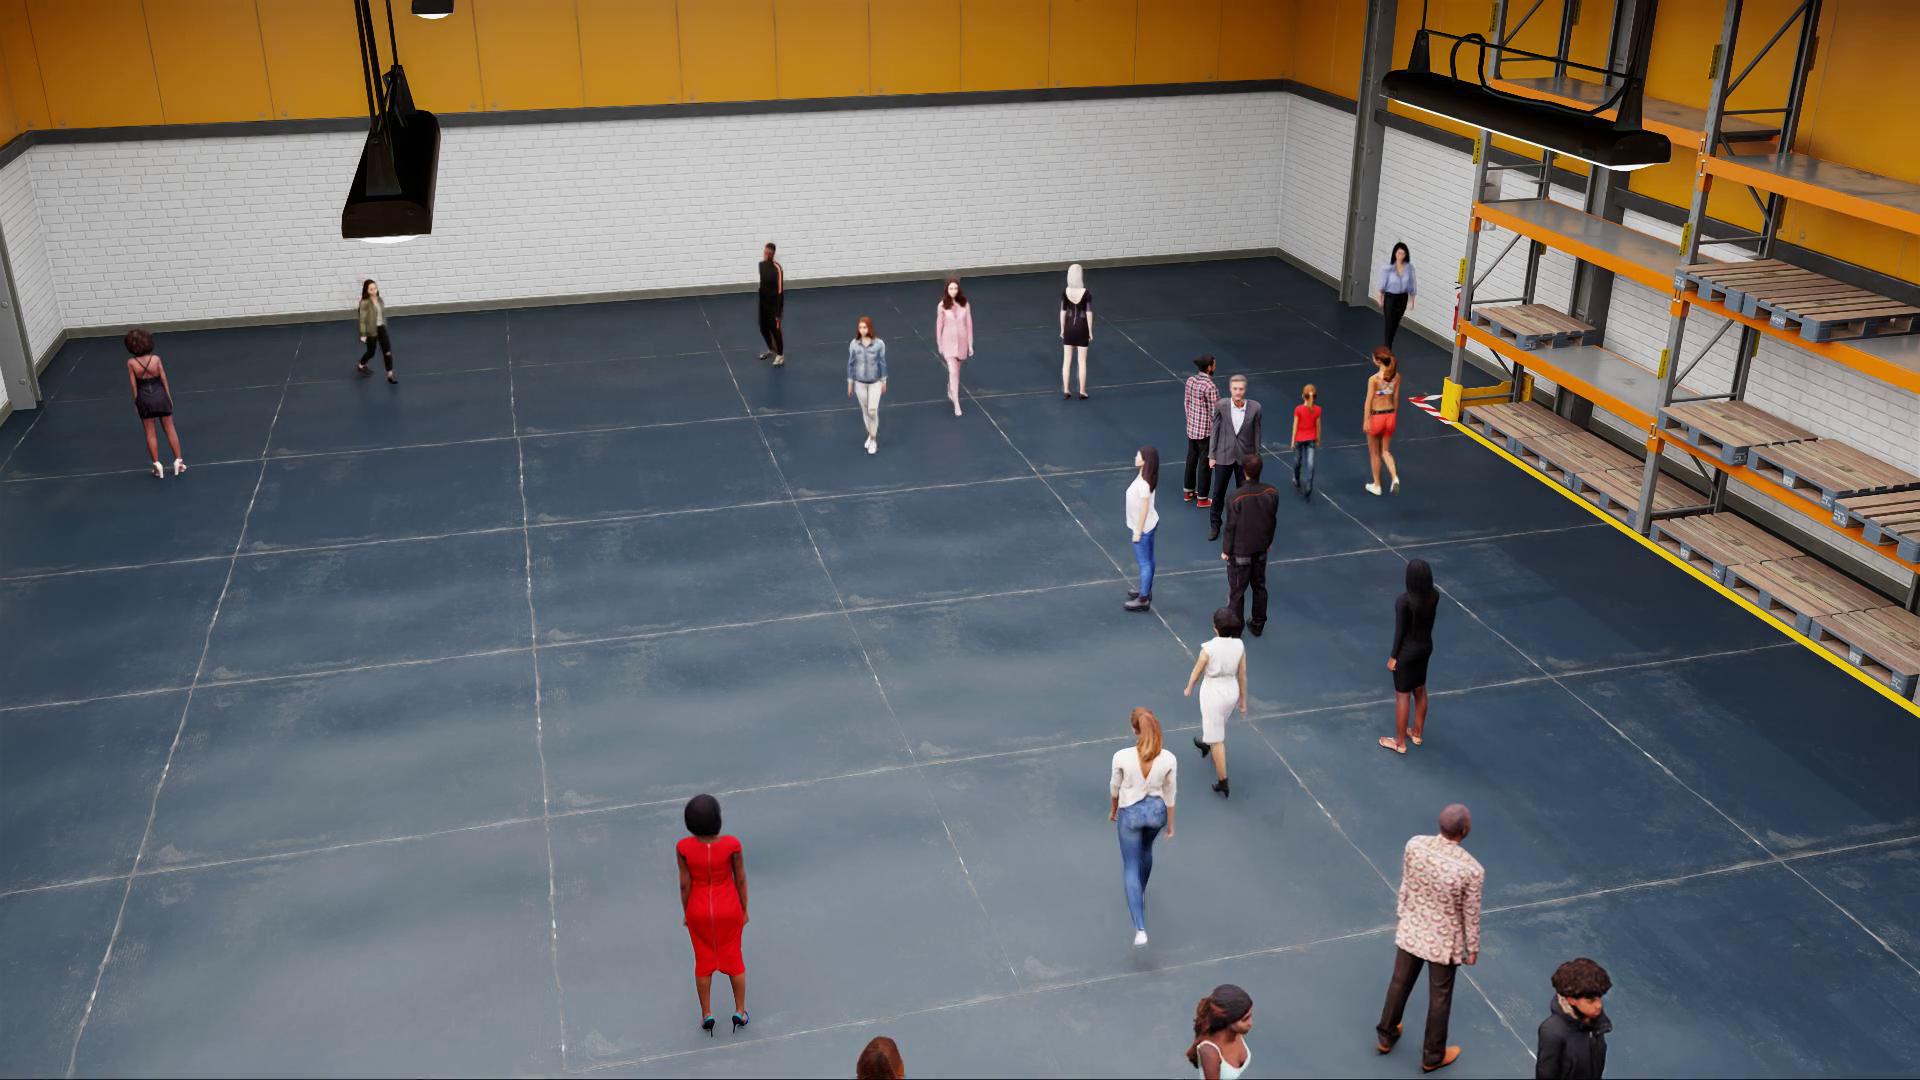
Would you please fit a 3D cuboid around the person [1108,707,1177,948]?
[{"bbox_3d":[1.246,1.981,11.398,0.757,1.686,1.202,-2,24,-4],"label":"person"}]

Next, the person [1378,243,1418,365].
[{"bbox_3d":[6.193,-3.394,23.682,0.826,1.697,1.182,-1,24,-1],"label":"person"}]

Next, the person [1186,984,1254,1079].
[{"bbox_3d":[1.252,3.080,8.915,1.232,1.662,1.016,19,30,36],"label":"person"}]

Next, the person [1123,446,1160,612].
[{"bbox_3d":[1.802,-0.115,16.196,0.745,1.684,0.640,7,25,16],"label":"person"}]

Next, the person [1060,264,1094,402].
[{"bbox_3d":[1.538,-2.753,22.048,0.664,1.830,0.685,8,25,17],"label":"person"}]

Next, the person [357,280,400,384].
[{"bbox_3d":[-8.044,-2.851,22.753,1.072,1.444,0.986,14,27,29],"label":"person"}]

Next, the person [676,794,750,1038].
[{"bbox_3d":[-1.543,2.359,10.460,0.598,1.744,0.545,-2,24,-5],"label":"person"}]

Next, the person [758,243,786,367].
[{"bbox_3d":[-2.633,-3.322,23.420,0.901,1.774,0.798,-16,28,-32],"label":"person"}]

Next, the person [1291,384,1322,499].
[{"bbox_3d":[3.958,-1.119,18.984,0.653,1.290,0.934,1,24,2],"label":"person"}]

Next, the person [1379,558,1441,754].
[{"bbox_3d":[3.730,0.936,13.746,0.666,1.720,0.612,-15,28,-31],"label":"person"}]

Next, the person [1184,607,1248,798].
[{"bbox_3d":[2.085,1.310,13.147,0.622,1.515,1.015,-10,25,-21],"label":"person"}]

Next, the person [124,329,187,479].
[{"bbox_3d":[-9.439,-1.597,19.455,0.610,1.789,0.592,-11,26,-24],"label":"person"}]

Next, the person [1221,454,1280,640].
[{"bbox_3d":[2.706,0.068,15.581,0.750,1.840,0.614,-10,25,-21],"label":"person"}]

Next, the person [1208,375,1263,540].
[{"bbox_3d":[2.939,-0.896,17.787,0.801,1.840,0.734,2,24,5],"label":"person"}]

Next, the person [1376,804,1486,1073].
[{"bbox_3d":[2.897,2.432,10.229,0.759,1.797,0.862,19,30,37],"label":"person"}]

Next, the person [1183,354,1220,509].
[{"bbox_3d":[2.723,-1.243,18.680,0.815,1.760,0.643,-14,27,-30],"label":"person"}]

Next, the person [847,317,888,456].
[{"bbox_3d":[-1.108,-1.930,20.349,0.791,1.683,0.875,5,24,10],"label":"person"}]

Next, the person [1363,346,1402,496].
[{"bbox_3d":[4.790,-1.286,18.774,0.594,1.765,0.850,-7,24,-15],"label":"person"}]

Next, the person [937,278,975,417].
[{"bbox_3d":[-0.070,-2.548,21.682,0.606,1.748,1.147,-6,24,-13],"label":"person"}]

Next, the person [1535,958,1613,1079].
[{"bbox_3d":[3.228,3.004,8.939,0.705,1.781,0.713,-16,28,-32],"label":"person"}]
